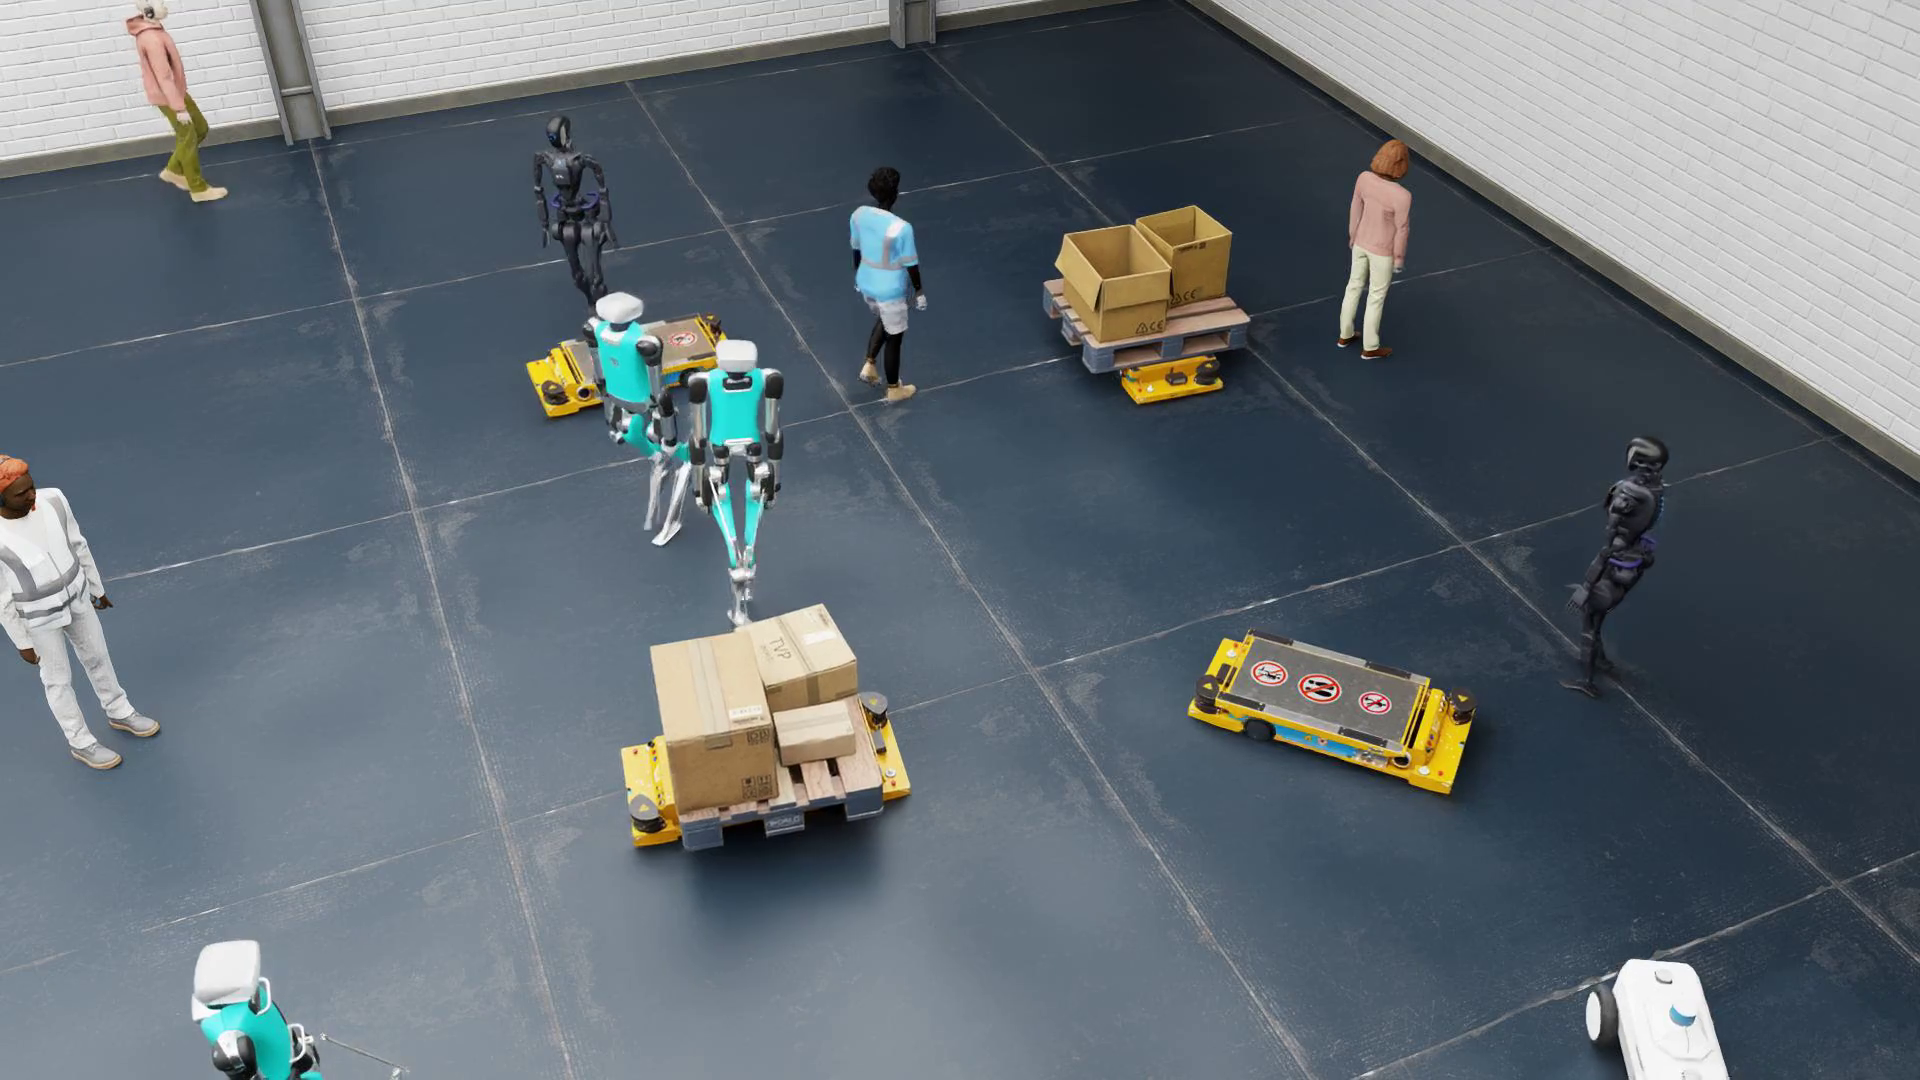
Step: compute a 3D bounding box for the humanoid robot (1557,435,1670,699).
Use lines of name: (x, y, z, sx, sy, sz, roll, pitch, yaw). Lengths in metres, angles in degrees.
humanoid robot: (3.494, 0.158, 8.912, 0.318, 1.655, 0.616, 30, 47, 33)

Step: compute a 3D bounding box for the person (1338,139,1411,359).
person: (2.967, -2.072, 11.848, 0.286, 1.633, 0.499, -23, 43, -27)

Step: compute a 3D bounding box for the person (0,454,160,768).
person: (-4.602, 0.359, 8.487, 0.361, 1.880, 0.573, 14, 40, 18)

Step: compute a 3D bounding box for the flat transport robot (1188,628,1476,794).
flat transport robot: (2.035, 0.909, 9.090, 1.431, 0.231, 0.659, 15, 40, 19)

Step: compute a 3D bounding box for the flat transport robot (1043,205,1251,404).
flat transport robot: (1.324, -1.473, 12.191, 0.659, 0.231, 1.431, -11, 39, -14)

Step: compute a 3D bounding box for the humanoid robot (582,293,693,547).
humanoid robot: (-1.817, -0.749, 10.055, 0.533, 1.809, 0.669, 19, 42, 23)

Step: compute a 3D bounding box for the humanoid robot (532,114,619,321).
humanoid robot: (-2.785, -2.333, 12.160, 0.599, 1.643, 0.374, 5, 38, 7)

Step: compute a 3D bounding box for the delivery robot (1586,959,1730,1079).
delivery robot: (3.058, 2.192, 7.201, 0.499, 0.614, 0.818, 4, 38, 5)

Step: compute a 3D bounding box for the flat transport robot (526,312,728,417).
flat transport robot: (-2.328, -1.268, 11.923, 1.431, 0.231, 0.659, -15, 40, -19)

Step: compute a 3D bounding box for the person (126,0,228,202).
person: (-6.506, -3.663, 13.765, 0.436, 1.821, 0.556, -14, 40, -18)

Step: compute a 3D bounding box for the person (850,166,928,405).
person: (-0.490, -1.725, 11.361, 0.377, 1.669, 0.603, -29, 46, -32)

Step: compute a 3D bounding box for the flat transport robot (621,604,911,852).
flat transport robot: (-1.028, 1.187, 8.728, 1.431, 0.231, 0.659, -9, 38, -11)

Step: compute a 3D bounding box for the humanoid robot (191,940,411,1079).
humanoid robot: (-2.293, 2.113, 6.387, 0.851, 1.857, 0.547, -14, 40, -17)

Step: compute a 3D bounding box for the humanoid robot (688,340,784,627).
humanoid robot: (-1.177, -0.188, 9.320, 0.598, 1.778, 0.832, -11, 39, -14)
